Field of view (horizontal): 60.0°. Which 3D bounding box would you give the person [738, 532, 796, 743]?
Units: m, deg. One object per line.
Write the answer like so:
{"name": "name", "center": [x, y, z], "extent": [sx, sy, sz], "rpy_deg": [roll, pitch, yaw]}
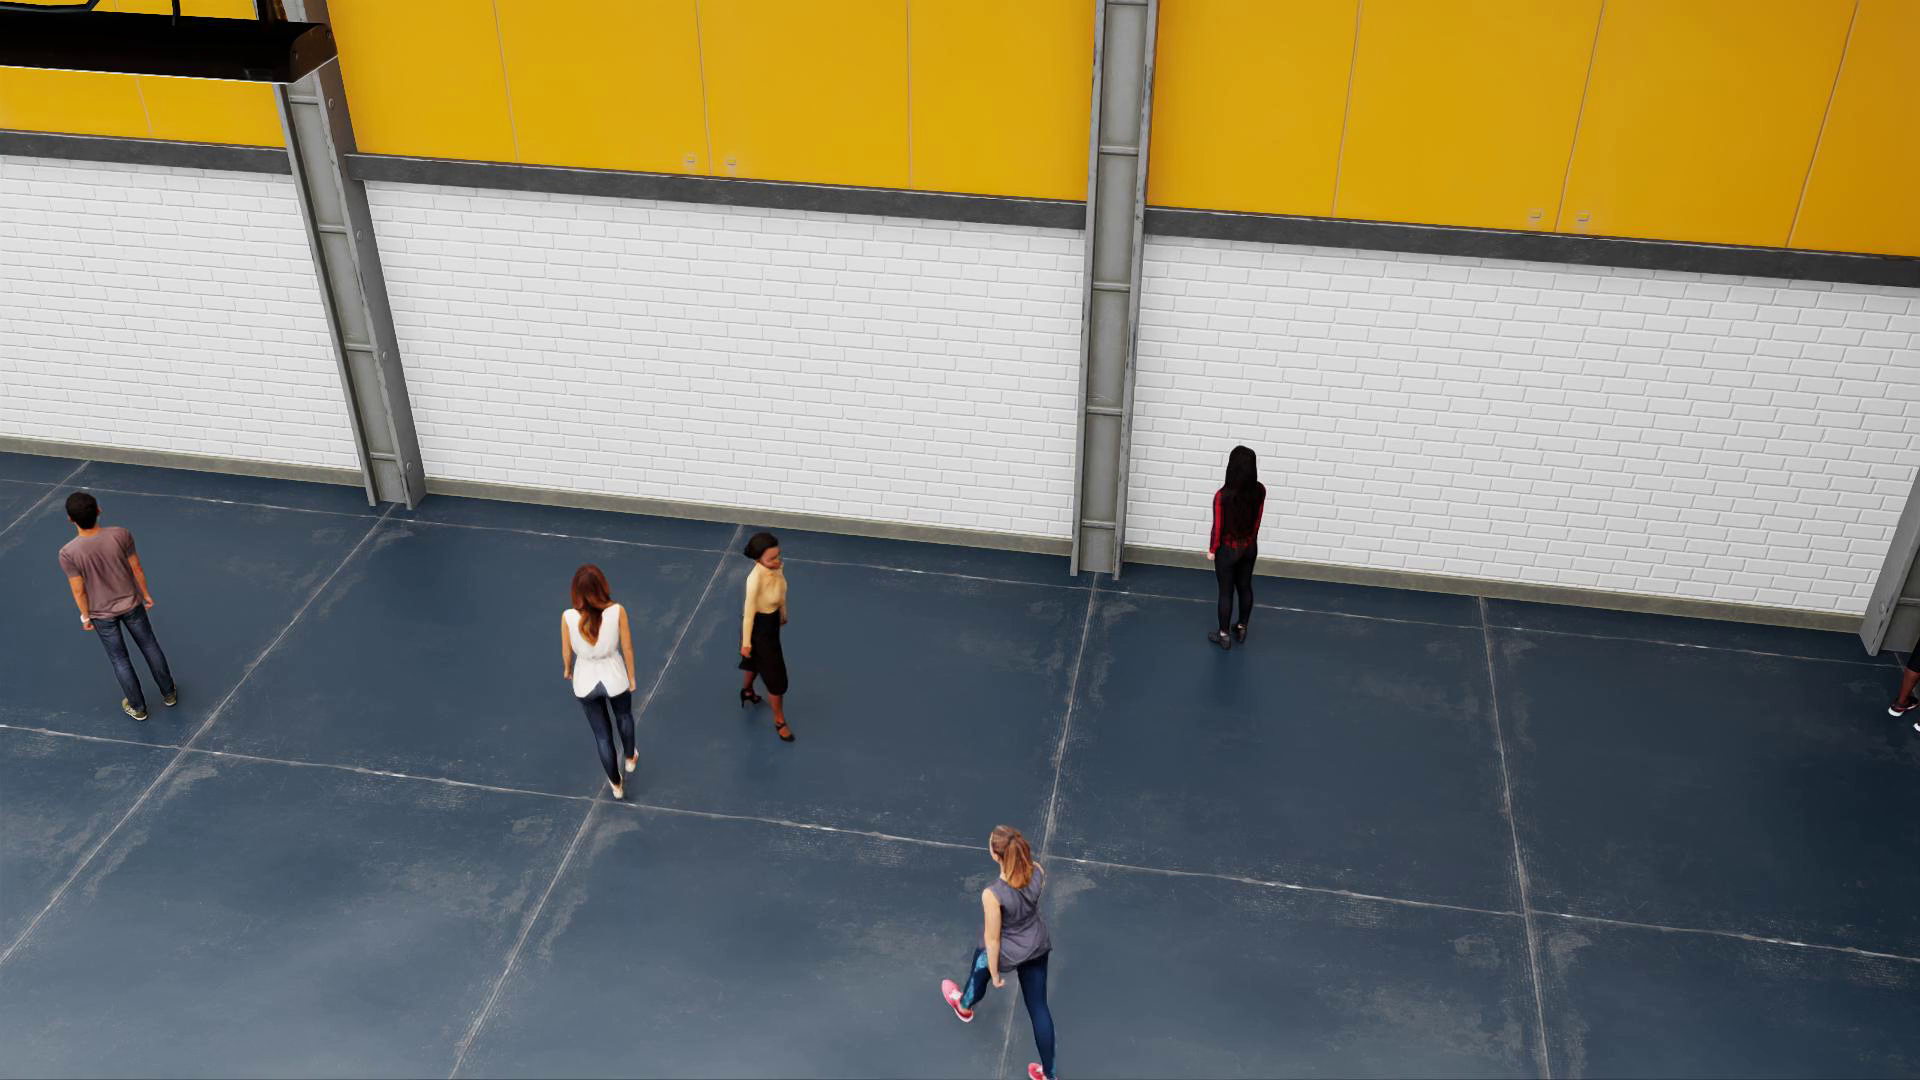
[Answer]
{"name": "person", "center": [-1.360, 0.609, 11.318], "extent": [0.777, 1.623, 0.666], "rpy_deg": [8, 34, 12]}

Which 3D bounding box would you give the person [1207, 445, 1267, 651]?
{"name": "person", "center": [2.020, 0.062, 12.111], "extent": [0.628, 1.656, 0.721], "rpy_deg": [-15, 36, -21]}

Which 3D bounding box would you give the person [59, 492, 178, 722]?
{"name": "person", "center": [-5.792, 0.451, 11.415], "extent": [0.708, 1.778, 0.743], "rpy_deg": [-27, 42, -34]}

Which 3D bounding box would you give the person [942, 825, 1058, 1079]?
{"name": "person", "center": [0.341, 2.251, 8.809], "extent": [1.123, 1.666, 1.143], "rpy_deg": [-19, 38, -26]}

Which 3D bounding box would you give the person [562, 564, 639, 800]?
{"name": "person", "center": [-2.293, 0.964, 10.651], "extent": [0.770, 1.770, 0.815], "rpy_deg": [-8, 35, -12]}
